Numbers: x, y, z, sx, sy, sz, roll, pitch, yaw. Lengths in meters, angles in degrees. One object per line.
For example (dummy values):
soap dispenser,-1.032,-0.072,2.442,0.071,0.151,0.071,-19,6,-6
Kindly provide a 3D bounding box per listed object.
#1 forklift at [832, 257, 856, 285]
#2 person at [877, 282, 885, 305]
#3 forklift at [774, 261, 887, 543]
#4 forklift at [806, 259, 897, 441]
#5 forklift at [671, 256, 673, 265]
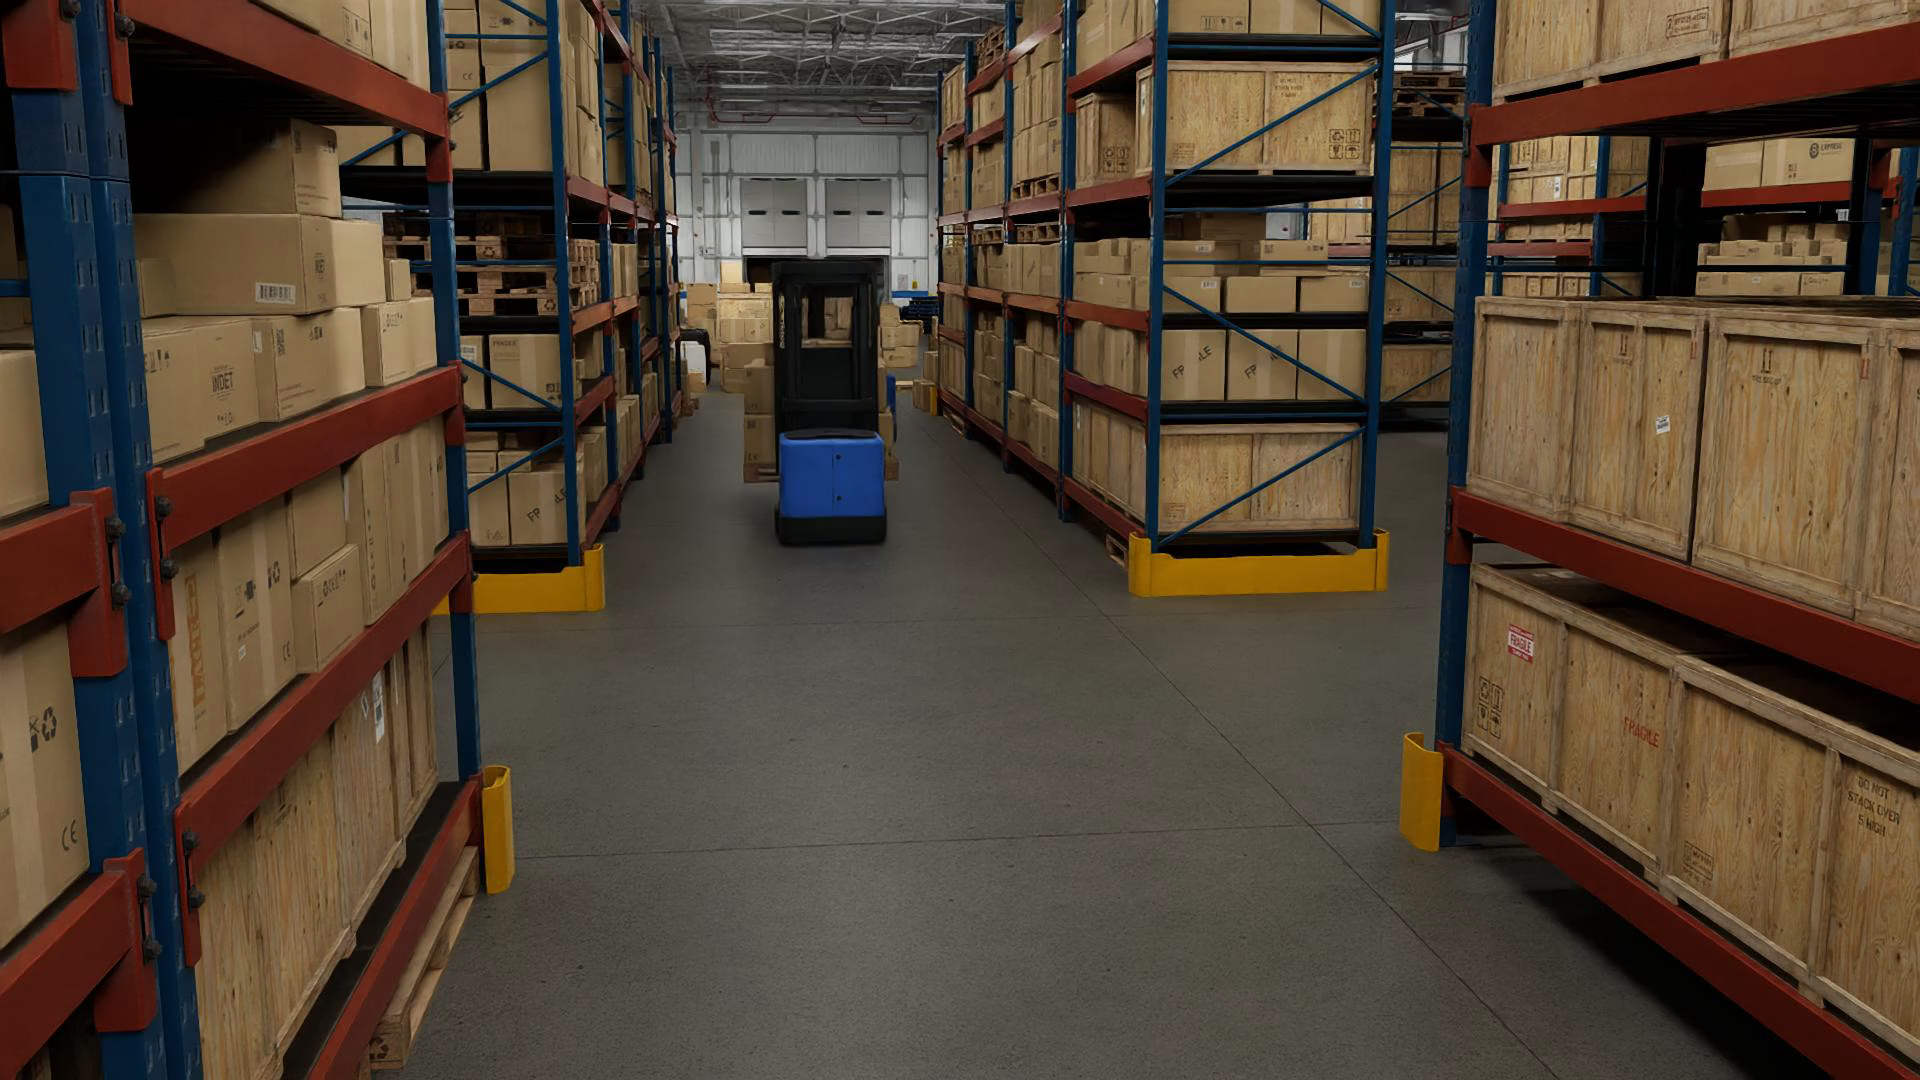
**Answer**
forklift,-3.407,-6.733,47.763,1.129,2.768,1.873,-1,10,-7
person,-3.083,-8.551,61.306,0.656,1.870,1.050,3,10,16
forklift,-1.361,-1.469,17.118,1.129,2.768,1.873,-1,10,-7
forklift,-1.855,-2.908,25.493,1.129,2.768,1.873,-6,11,-32
forklift,-10.983,-9.065,61.341,1.129,2.768,1.873,-1,10,-7
